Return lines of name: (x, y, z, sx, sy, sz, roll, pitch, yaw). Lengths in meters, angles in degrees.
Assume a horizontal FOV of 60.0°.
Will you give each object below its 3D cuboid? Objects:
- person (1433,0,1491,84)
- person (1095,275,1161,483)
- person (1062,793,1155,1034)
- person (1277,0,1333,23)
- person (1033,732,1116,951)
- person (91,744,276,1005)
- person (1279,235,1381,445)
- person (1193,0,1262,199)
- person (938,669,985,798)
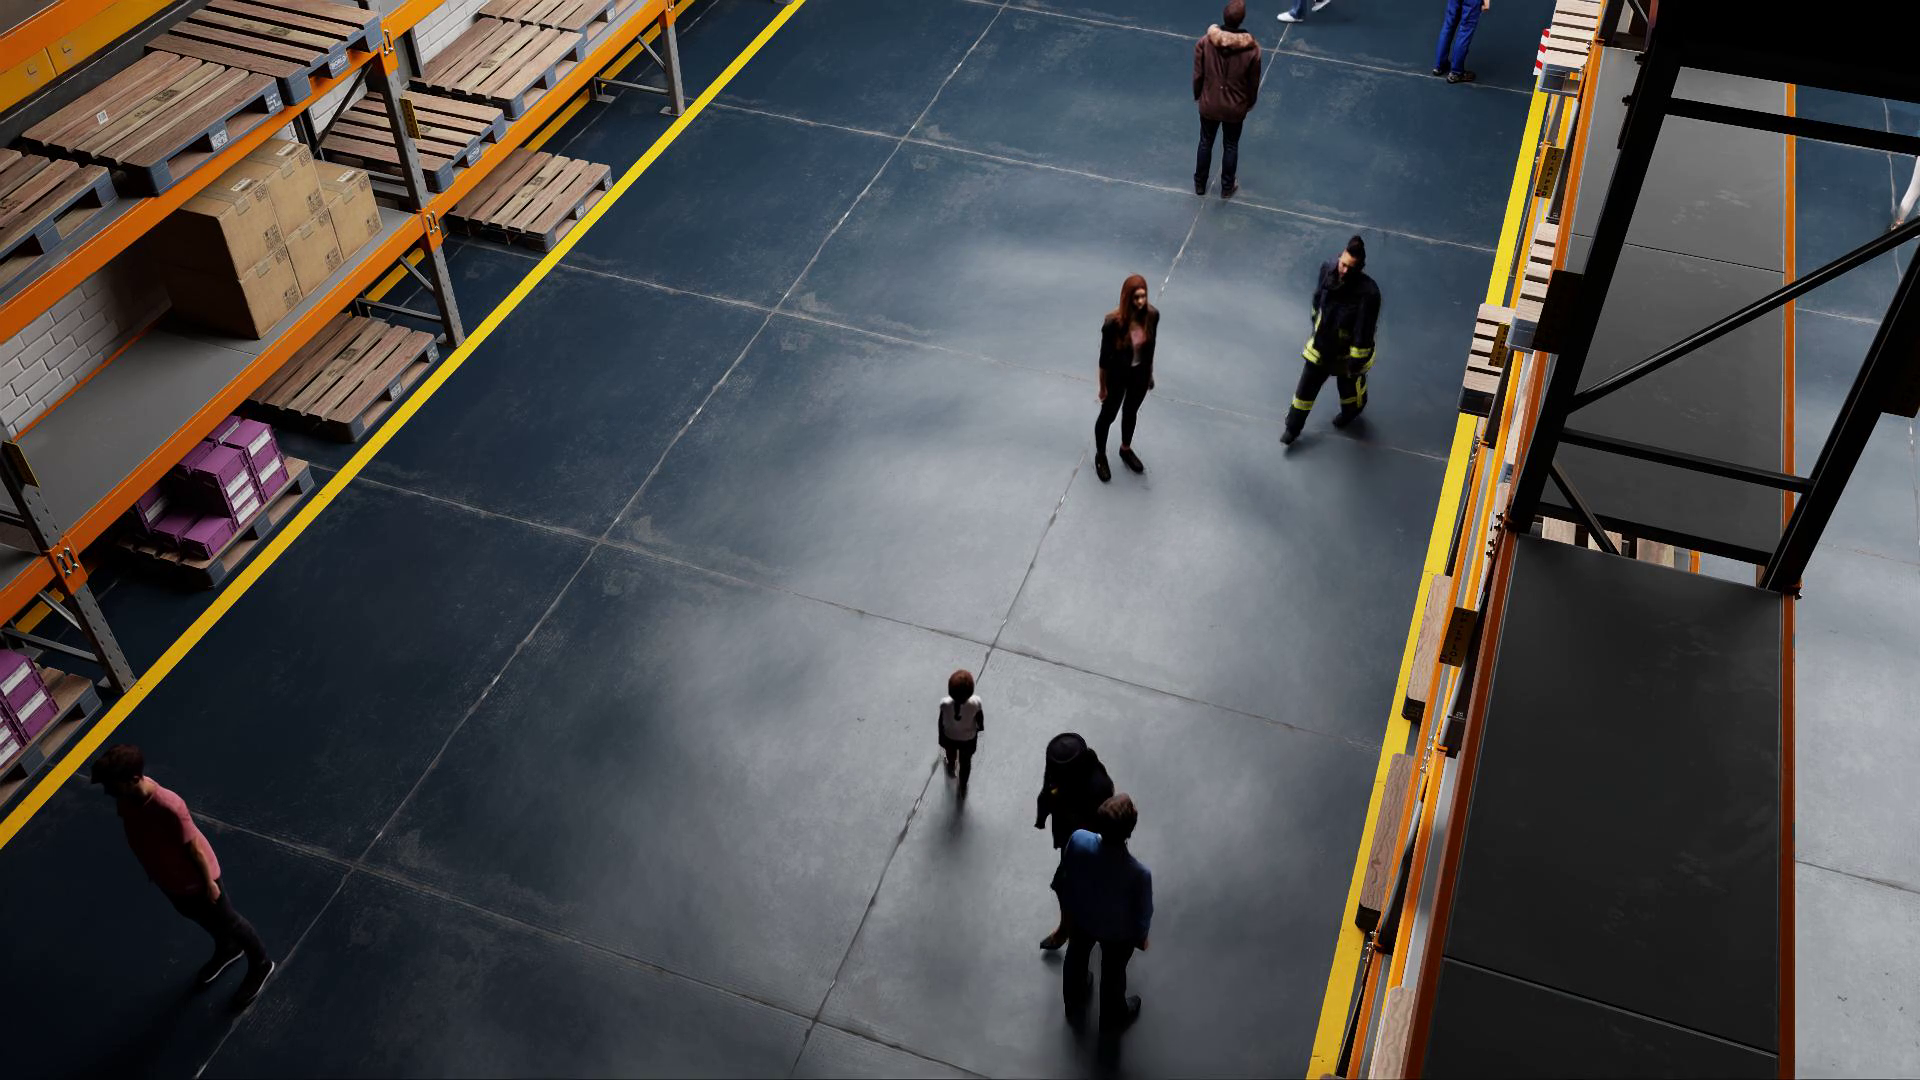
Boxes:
person: (5.007, -5.443, 16.357, 0.839, 1.884, 0.802, -23, 48, -22)
person: (1.197, -1.204, 12.032, 0.677, 1.712, 0.720, -15, 46, -15)
person: (0.747, 1.943, 8.654, 0.717, 1.817, 0.655, 26, 50, 25)
person: (3.712, -6.198, 17.258, 0.769, 1.735, 0.803, 5, 44, 5)
person: (0.753, 1.611, 9.137, 0.941, 1.631, 0.877, -18, 46, -18)
person: (-4.080, 1.726, 8.779, 0.636, 1.958, 0.562, 17, 46, 17)
person: (2.871, -1.547, 12.303, 1.235, 1.837, 1.073, -28, 50, -26)
person: (2.345, -3.908, 14.773, 0.765, 1.848, 0.682, 11, 45, 11)
person: (-0.002, 1.191, 10.029, 0.540, 1.008, 0.650, -1, 44, -1)
